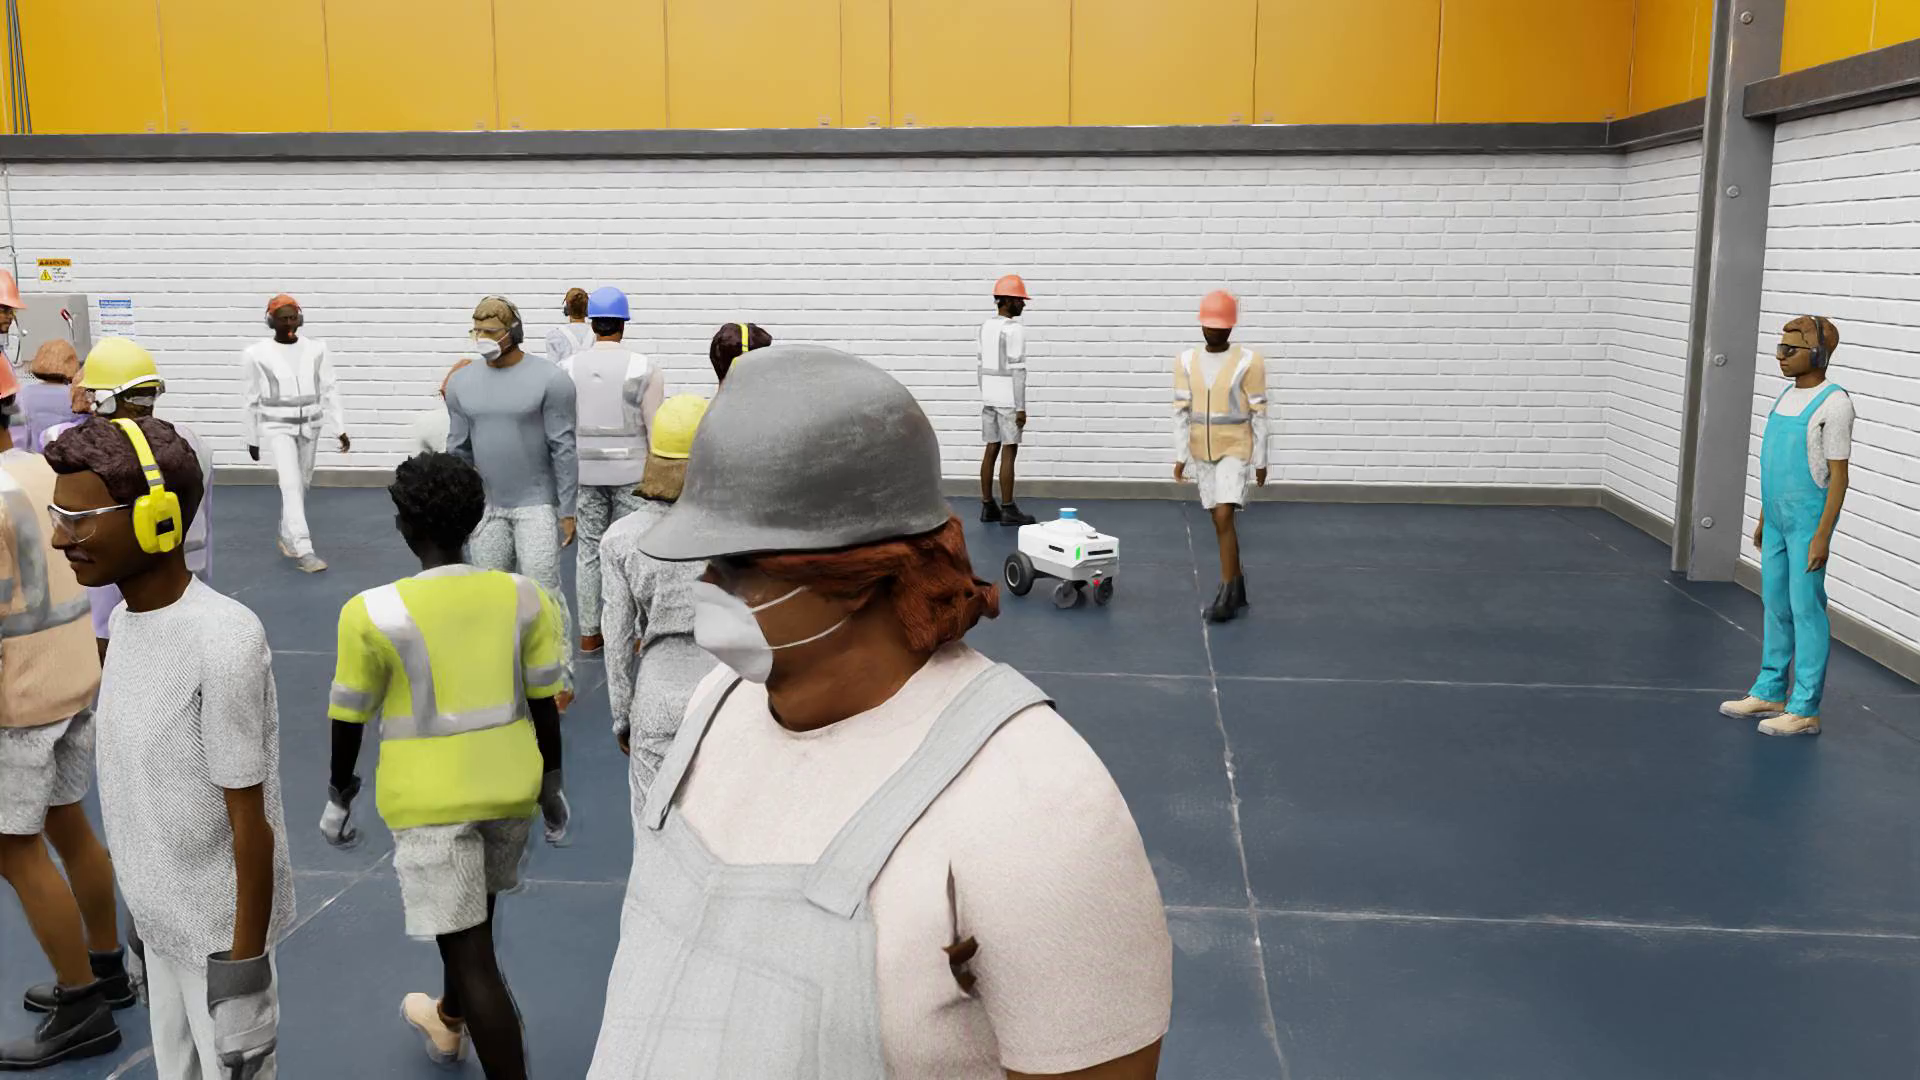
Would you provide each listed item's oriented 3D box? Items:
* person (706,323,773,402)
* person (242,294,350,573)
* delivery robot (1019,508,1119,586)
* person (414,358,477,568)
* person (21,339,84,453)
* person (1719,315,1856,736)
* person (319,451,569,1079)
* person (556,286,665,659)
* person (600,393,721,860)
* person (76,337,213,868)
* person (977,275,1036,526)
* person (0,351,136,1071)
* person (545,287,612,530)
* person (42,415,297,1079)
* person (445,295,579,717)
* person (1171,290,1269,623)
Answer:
[{"bbox_3d":[-0.865,0.094,6.413,0.346,1.855,0.533,-5,11,-27],"label":"person"},{"bbox_3d":[-4.526,-0.738,11.247,0.976,1.844,0.582,10,14,44],"label":"person"},{"bbox_3d":[0.658,0.049,10.111,0.477,0.478,0.707,-6,11,-29],"label":"delivery robot"},{"bbox_3d":[-2.502,-0.123,8.414,0.496,1.584,0.857,-2,10,-13],"label":"person"},{"bbox_3d":[-5.156,-0.344,9.593,0.518,1.618,0.356,0,10,0],"label":"person"},{"bbox_3d":[3.673,-0.061,7.321,0.346,1.847,0.505,-1,10,-6],"label":"person"},{"bbox_3d":[-1.233,0.612,4.009,0.854,1.643,0.544,9,13,41],"label":"person"},{"bbox_3d":[-1.809,-0.345,8.686,0.611,1.940,0.415,2,10,10],"label":"person"},{"bbox_3d":[-0.721,0.472,4.553,0.489,1.746,0.285,1,10,4],"label":"person"},{"bbox_3d":[-2.819,0.219,5.751,0.403,1.831,0.596,2,10,12],"label":"person"},{"bbox_3d":[0.355,-1.076,12.879,0.376,1.934,0.547,-6,12,-32],"label":"person"},{"bbox_3d":[-2.497,0.413,4.398,0.404,1.919,0.562,-2,10,-9],"label":"person"},{"bbox_3d":[-2.880,-0.993,12.657,0.513,1.845,0.334,-4,11,-22],"label":"person"},{"bbox_3d":[-1.325,0.710,2.876,0.510,1.861,0.324,9,13,41],"label":"person"},{"bbox_3d":[-2.037,-0.145,7.584,0.635,1.927,0.372,2,10,11],"label":"person"},{"bbox_3d":[1.454,-0.487,9.614,0.543,1.887,0.814,7,12,36],"label":"person"}]
